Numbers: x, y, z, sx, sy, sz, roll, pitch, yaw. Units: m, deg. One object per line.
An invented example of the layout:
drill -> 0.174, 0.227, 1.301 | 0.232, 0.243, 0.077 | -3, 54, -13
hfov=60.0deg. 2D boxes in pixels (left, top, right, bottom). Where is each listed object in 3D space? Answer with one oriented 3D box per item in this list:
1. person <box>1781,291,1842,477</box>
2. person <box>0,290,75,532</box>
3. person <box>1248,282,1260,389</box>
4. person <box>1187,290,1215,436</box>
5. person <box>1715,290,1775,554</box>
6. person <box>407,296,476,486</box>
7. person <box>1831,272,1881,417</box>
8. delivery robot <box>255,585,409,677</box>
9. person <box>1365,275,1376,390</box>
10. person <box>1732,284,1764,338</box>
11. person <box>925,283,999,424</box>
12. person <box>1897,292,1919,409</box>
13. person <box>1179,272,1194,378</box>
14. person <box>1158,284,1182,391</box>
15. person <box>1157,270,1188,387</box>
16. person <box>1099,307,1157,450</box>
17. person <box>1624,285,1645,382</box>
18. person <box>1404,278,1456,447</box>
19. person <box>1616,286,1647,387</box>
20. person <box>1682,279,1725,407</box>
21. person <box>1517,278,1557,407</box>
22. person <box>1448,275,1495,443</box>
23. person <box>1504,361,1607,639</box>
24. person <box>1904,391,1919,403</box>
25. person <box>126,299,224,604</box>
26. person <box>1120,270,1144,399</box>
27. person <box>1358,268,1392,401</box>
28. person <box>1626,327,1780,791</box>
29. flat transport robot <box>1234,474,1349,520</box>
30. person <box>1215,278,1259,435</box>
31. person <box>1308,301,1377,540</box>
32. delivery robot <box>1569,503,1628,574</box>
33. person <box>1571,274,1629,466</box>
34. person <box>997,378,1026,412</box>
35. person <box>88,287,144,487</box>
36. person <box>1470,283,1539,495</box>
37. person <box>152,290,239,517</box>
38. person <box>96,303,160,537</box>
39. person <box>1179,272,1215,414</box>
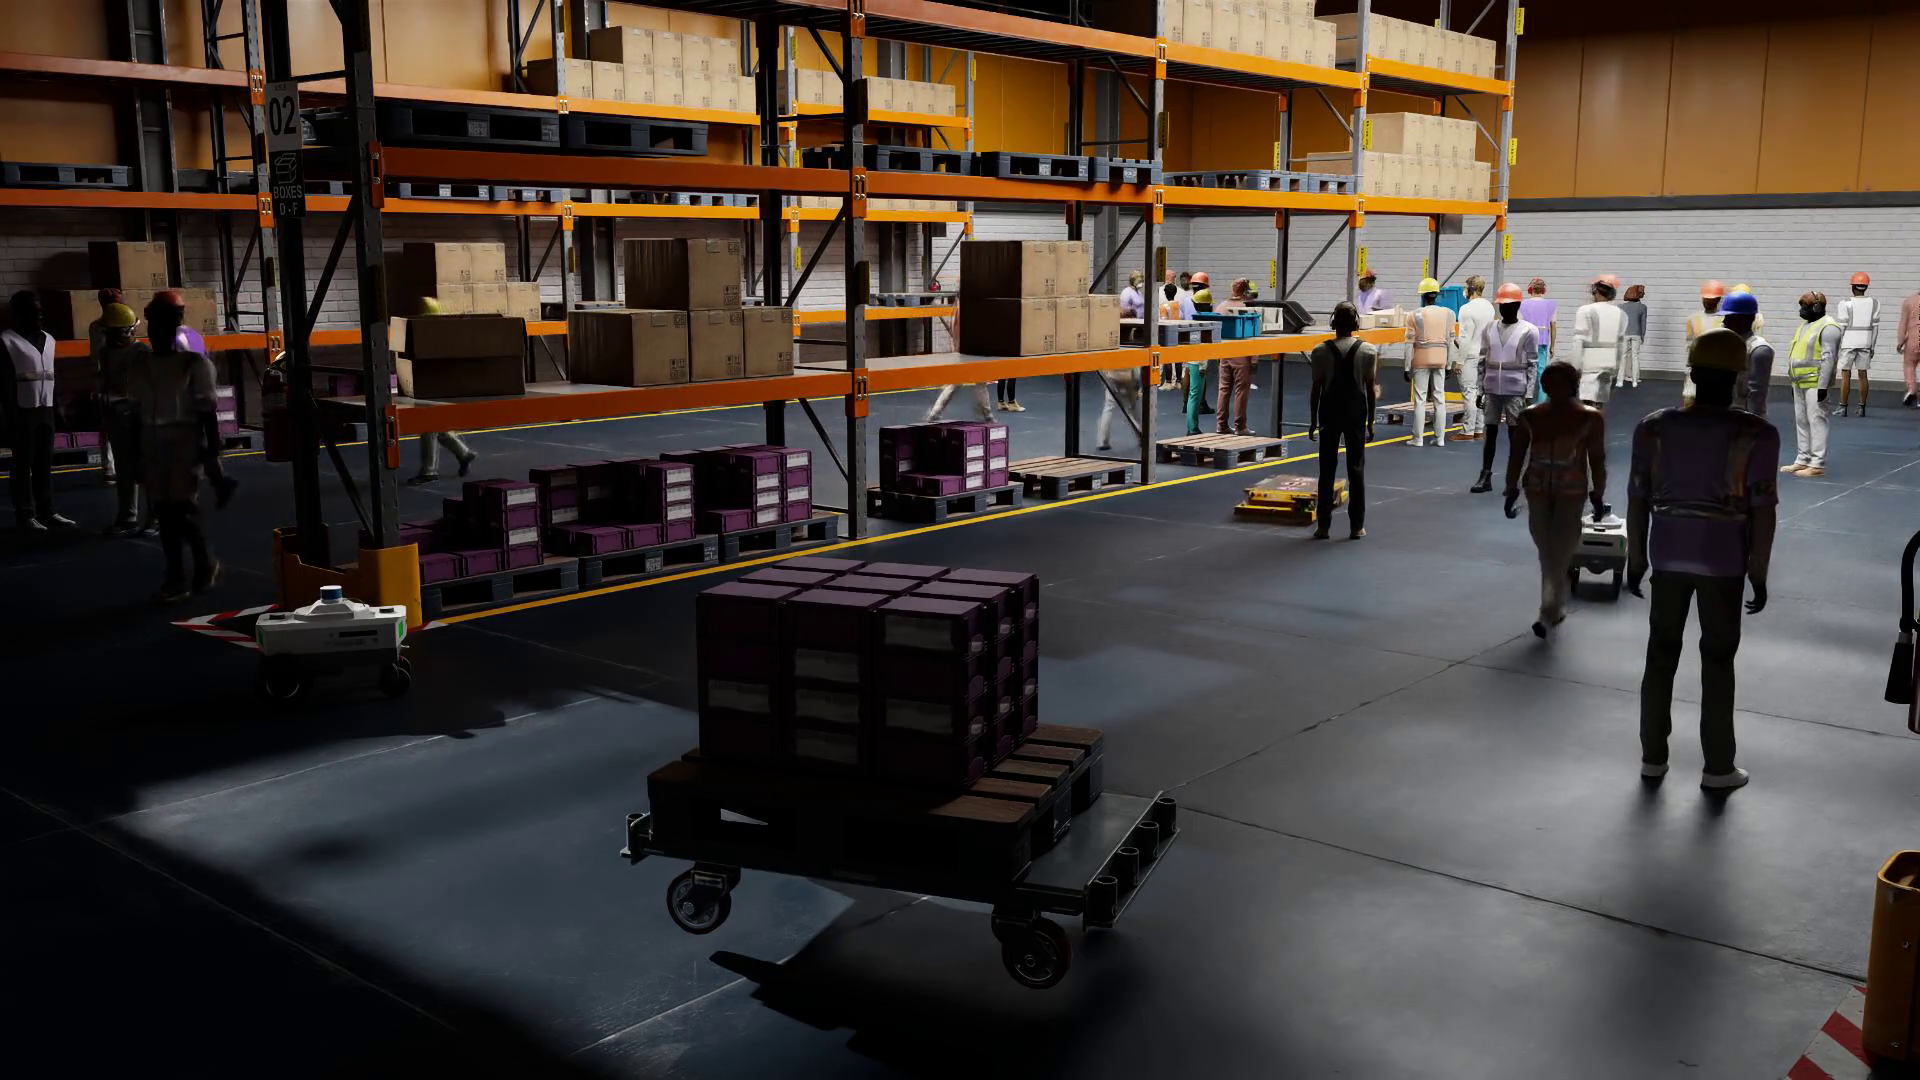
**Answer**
person -> 8.442, -1.542, 16.505 | 0.430, 1.833, 0.632 | 0, 10, 0
person -> -7.439, -1.031, 13.321 | 0.390, 1.920, 0.587 | 2, 10, 11
person -> 4.615, -3.304, 26.817 | 0.501, 1.719, 0.527 | -8, 13, -39
person -> 2.845, -2.069, 19.667 | 0.313, 1.769, 0.523 | 1, 10, 3
person -> 5.748, -0.867, 12.324 | 0.402, 1.946, 0.615 | -1, 10, -5
person -> -5.045, -1.455, 16.081 | 0.590, 1.803, 0.818 | 8, 13, 39
person -> 11.977, -2.611, 22.267 | 0.542, 1.939, 0.359 | 1, 10, 3
delivery robot -> -3.152, 0.473, 8.376 | 0.707, 0.478, 0.477 | -3, 11, -17
person -> 6.249, -3.188, 25.805 | 0.410, 1.848, 0.550 | -3, 10, -16
person -> 9.246, -2.131, 19.833 | 0.600, 1.832, 0.404 | 5, 11, 25
person -> 0.048, -2.308, 20.519 | 0.995, 1.959, 0.613 | -2, 10, -11
person -> 13.567, -2.787, 23.401 | 0.663, 1.890, 0.414 | 5, 11, 27
person -> 3.967, -3.759, 29.068 | 0.511, 1.854, 0.607 | 5, 11, 27
person -> 3.335, -3.207, 26.345 | 0.540, 1.695, 0.317 | -9, 13, -40
person -> 3.380, -3.427, 27.043 | 0.653, 1.897, 0.403 | -2, 10, -9
person -> 1.872, -1.817, 18.734 | 0.536, 1.589, 0.888 | 9, 13, 41
person -> 11.414, -3.494, 28.142 | 0.306, 1.639, 0.523 | 2, 10, 14
person -> 5.313, -2.007, 18.894 | 0.589, 1.922, 0.388 | -1, 10, -7
person -> 10.905, -3.306, 27.088 | 0.504, 1.633, 0.279 | 1, 10, 6
person -> 8.163, -1.878, 18.147 | 0.494, 1.920, 0.539 | -10, 14, -44
person -> 7.842, -2.641, 22.702 | 0.571, 1.843, 0.372 | 0, 10, 1
person -> 5.959, -2.101, 19.362 | 0.371, 1.940, 0.630 | 9, 14, 43
person -> 3.435, -0.234, 9.673 | 0.541, 1.590, 0.863 | 7, 12, 35
person -> 14.272, -2.896, 24.057 | 0.852, 1.887, 0.790 | 7, 12, 34
person -> -4.985, -0.543, 10.490 | 0.662, 1.937, 0.435 | 2, 10, 13
person -> 2.589, -3.079, 24.945 | 0.372, 1.934, 0.627 | 4, 11, 24
person -> 6.017, -3.040, 24.569 | 0.710, 1.983, 0.838 | 10, 14, 44
person -> 3.094, 0.081, 6.968 | 0.589, 1.928, 0.385 | 9, 13, 41
flat transport robot -> 2.873, -0.380, 14.307 | 0.652, 0.197, 1.431 | 5, 11, 24
person -> 3.371, -2.212, 20.126 | 0.402, 1.900, 0.635 | -9, 14, -43
person -> 2.962, -0.919, 12.896 | 0.504, 1.847, 0.345 | 2, 10, 11
delivery robot -> 4.272, -0.003, 11.085 | 0.477, 0.478, 0.707 | 4, 11, 24
person -> 6.683, -1.774, 17.378 | 0.697, 1.989, 0.589 | -4, 11, -22
person -> 0.686, -2.607, 22.929 | 0.318, 1.697, 0.534 | -6, 12, -32
person -> -8.032, -1.449, 15.802 | 0.585, 1.882, 0.337 | 8, 13, 39
person -> 4.985, -1.374, 15.220 | 0.542, 1.939, 0.366 | 8, 12, 37
person -> -6.430, -1.129, 13.930 | 0.658, 1.899, 0.606 | 0, 10, 2
person -> -6.493, -0.931, 13.013 | 0.591, 1.829, 0.404 | 3, 11, 19
person -> 3.242, -2.678, 22.667 | 0.543, 1.932, 0.370 | 8, 13, 40
